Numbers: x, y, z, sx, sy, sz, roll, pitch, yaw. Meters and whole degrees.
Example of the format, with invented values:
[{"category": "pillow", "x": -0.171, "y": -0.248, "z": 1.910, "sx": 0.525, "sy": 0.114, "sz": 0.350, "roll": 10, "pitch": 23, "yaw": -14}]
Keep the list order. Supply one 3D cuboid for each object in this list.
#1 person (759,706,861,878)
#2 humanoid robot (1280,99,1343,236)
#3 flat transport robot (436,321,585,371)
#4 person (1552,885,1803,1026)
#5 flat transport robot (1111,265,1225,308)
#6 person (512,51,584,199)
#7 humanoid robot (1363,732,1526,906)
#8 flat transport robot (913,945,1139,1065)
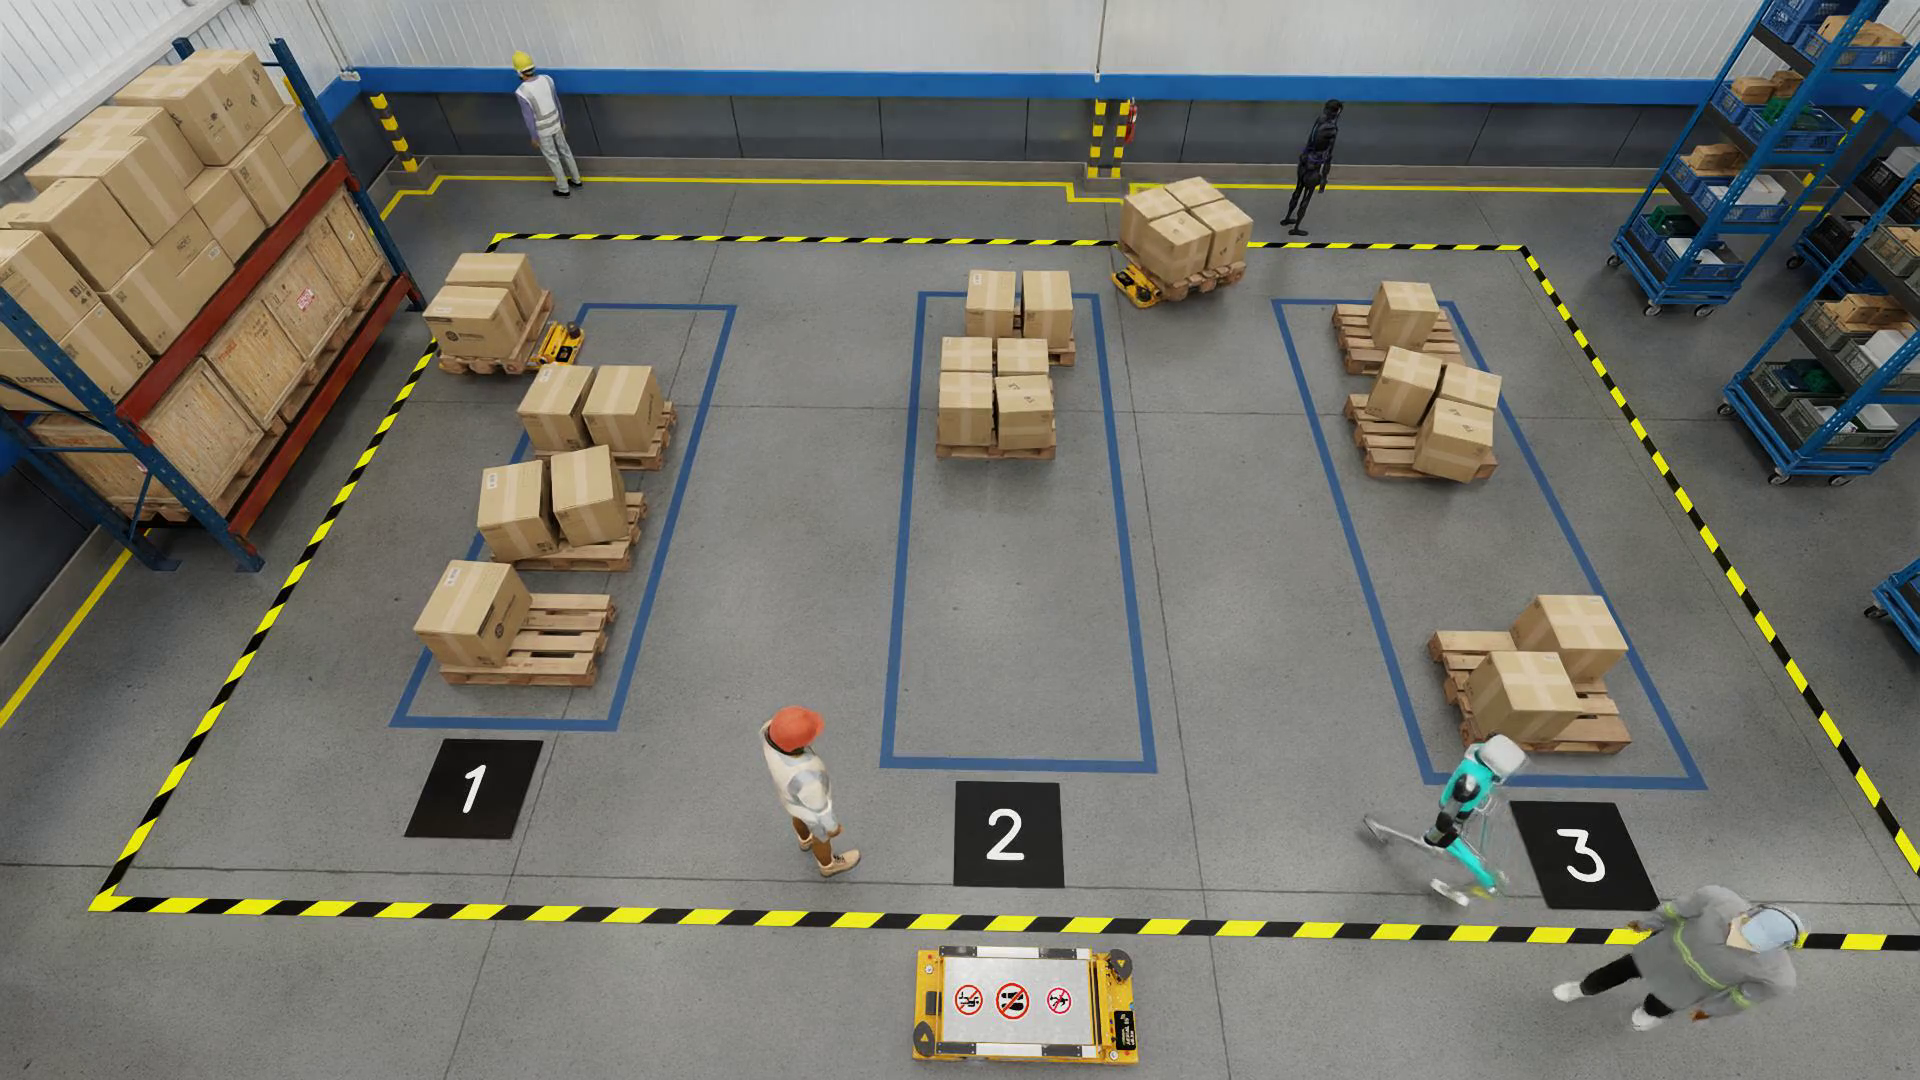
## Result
[{"category": "person", "x": -0.976, "y": 1.651, "z": 5.998, "sx": 0.373, "sy": 2.040, "sz": 0.613, "roll": -32, "pitch": 58, "yaw": -23}, {"category": "humanoid robot", "x": 4.365, "y": -4.614, "z": 11.330, "sx": 0.315, "sy": 1.654, "sz": 0.599, "roll": -7, "pitch": 51, "yaw": -6}, {"category": "flat transport robot", "x": -5.015, "y": -2.174, "z": 10.240, "sx": 1.431, "sy": 0.197, "sz": 0.652, "roll": 1, "pitch": 51, "yaw": 1}, {"category": "person", "x": 4.309, "y": 2.503, "z": 5.436, "sx": 0.621, "sy": 1.841, "sz": 0.618, "roll": -12, "pitch": 52, "yaw": -10}, {"category": "flat transport robot", "x": 2.616, "y": -3.254, "z": 11.120, "sx": 1.431, "sy": 0.197, "sz": 0.652, "roll": -21, "pitch": 54, "yaw": -16}, {"category": "person", "x": -5.348, "y": -5.333, "z": 11.824, "sx": 0.404, "sy": 1.830, "sz": 0.598, "roll": 21, "pitch": 54, "yaw": 16}, {"category": "humanoid robot", "x": 3.354, "y": 1.904, "z": 5.999, "sx": 1.047, "sy": 1.748, "sz": 0.548, "roll": 37, "pitch": 60, "yaw": 26}, {"category": "flat transport robot", "x": 0.422, "y": 3.041, "z": 6.007, "sx": 1.431, "sy": 0.231, "sz": 0.659, "roll": 1, "pitch": 51, "yaw": 1}]
